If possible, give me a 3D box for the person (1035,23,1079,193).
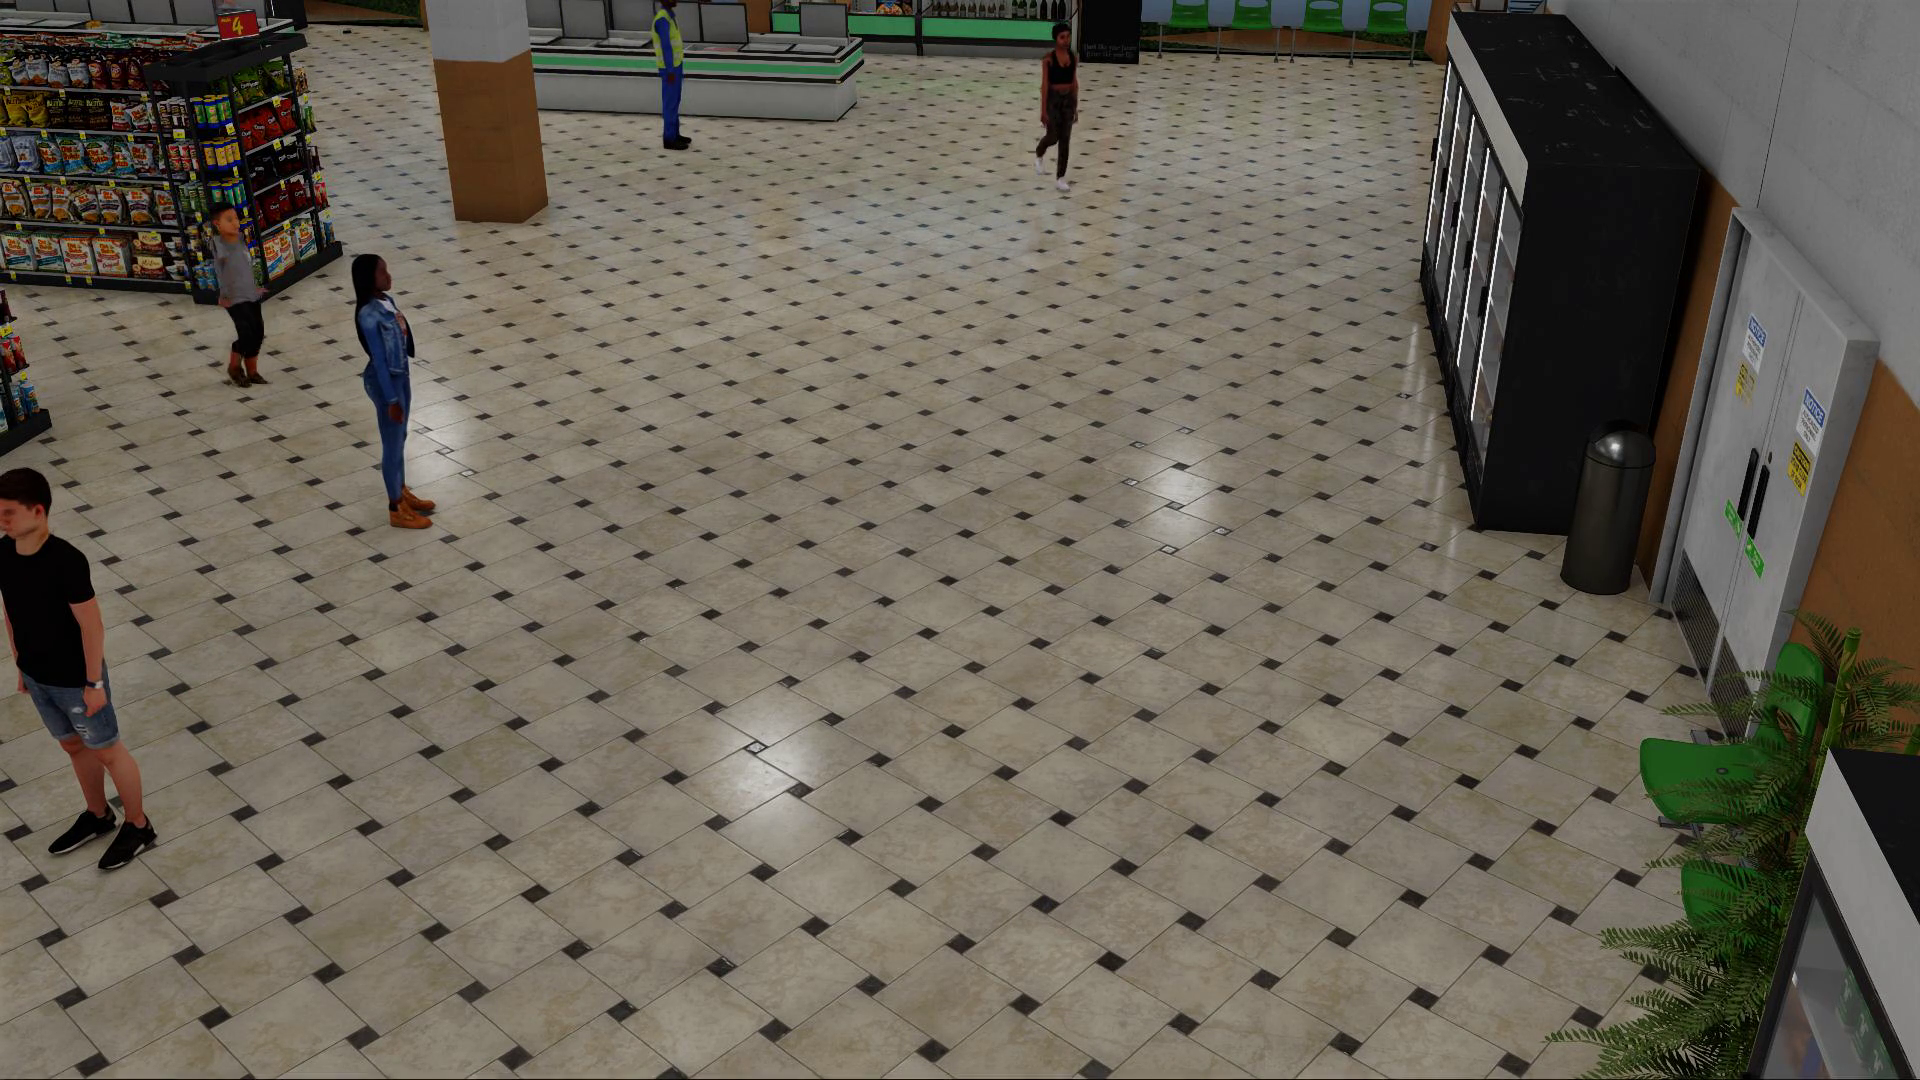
[{"bbox_3d":[0.999,-4.502,17.253,0.922,1.683,0.915,-11,29,-21],"label":"person"}]

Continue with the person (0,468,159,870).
[{"bbox_3d":[-3.822,0.543,7.125,0.576,1.847,0.759,11,29,21],"label":"person"}]

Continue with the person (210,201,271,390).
[{"bbox_3d":[-5.379,-1.850,12.284,0.621,1.449,0.574,7,28,13],"label":"person"}]

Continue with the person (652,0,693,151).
[{"bbox_3d":[-3.274,-5.370,18.823,0.601,1.812,0.696,1,27,2],"label":"person"}]

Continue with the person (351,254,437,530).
[{"bbox_3d":[-3.489,-0.916,10.150,0.617,1.712,0.659,-3,27,-6],"label":"person"}]
